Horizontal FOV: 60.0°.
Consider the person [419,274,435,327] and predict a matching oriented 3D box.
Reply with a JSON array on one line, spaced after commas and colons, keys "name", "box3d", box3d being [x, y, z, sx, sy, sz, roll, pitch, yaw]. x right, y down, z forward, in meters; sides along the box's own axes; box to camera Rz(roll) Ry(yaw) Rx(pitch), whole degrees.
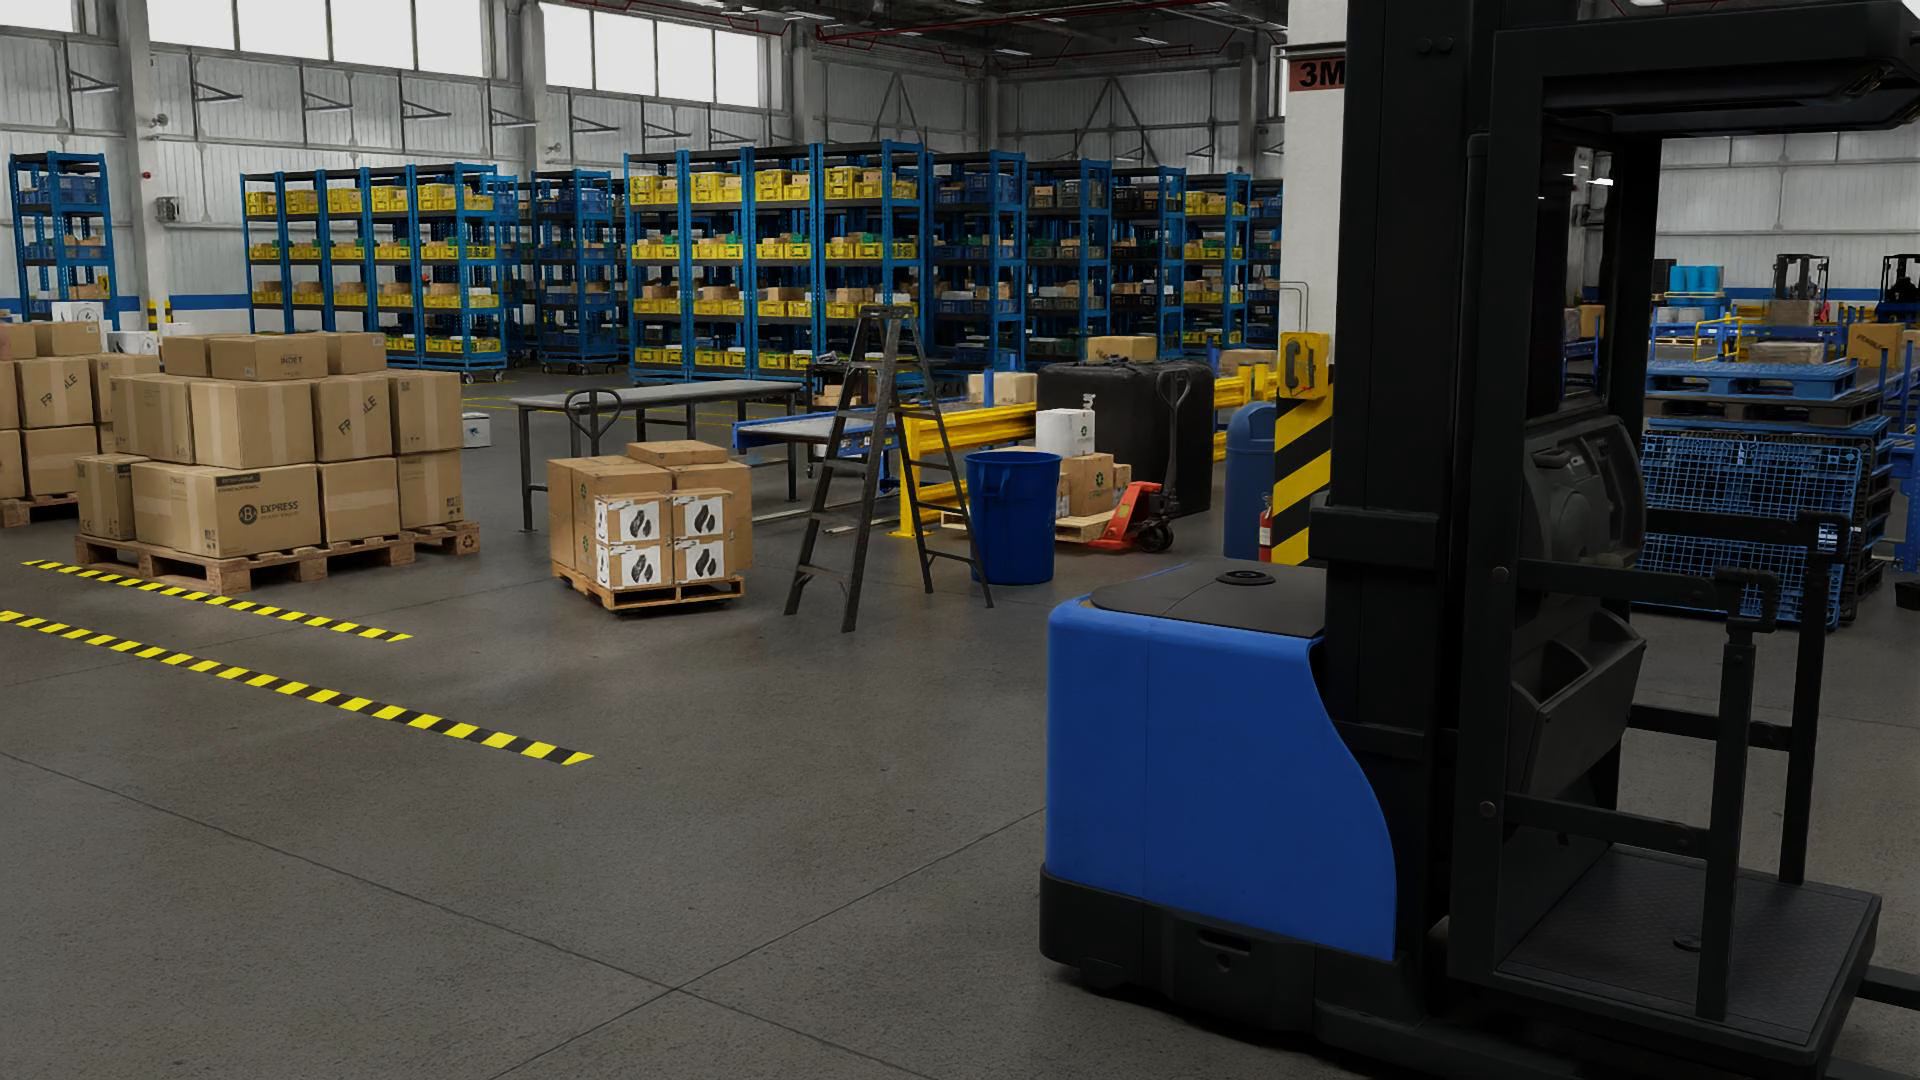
[{"name": "person", "box3d": [-11.561, -4.893, 36.075, 0.359, 1.742, 0.562, 4, 11, 25]}]

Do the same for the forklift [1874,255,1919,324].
[{"name": "forklift", "box3d": [22.089, -5.634, 38.796, 1.157, 1.987, 2.680, 6, 11, 33]}]

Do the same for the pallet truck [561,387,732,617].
[{"name": "pallet truck", "box3d": [-1.981, -0.274, 10.088, 0.680, 1.201, 1.601, -5, 11, -28]}]

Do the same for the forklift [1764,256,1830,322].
[{"name": "forklift", "box3d": [20.253, -5.854, 40.139, 1.157, 1.987, 2.680, 7, 12, 35]}]

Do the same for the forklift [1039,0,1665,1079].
[{"name": "forklift", "box3d": [1.249, -0.137, 4.360, 1.873, 2.768, 1.129, 7, 12, 35]}]

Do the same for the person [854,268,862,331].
[{"name": "person", "box3d": [-2.092, -4.612, 33.496, 0.373, 2.042, 0.614, -1, 10, -9]}]

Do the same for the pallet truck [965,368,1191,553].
[{"name": "pallet truck", "box3d": [0.845, -0.609, 11.869, 1.630, 1.274, 0.653, 7, 12, 35]}]
